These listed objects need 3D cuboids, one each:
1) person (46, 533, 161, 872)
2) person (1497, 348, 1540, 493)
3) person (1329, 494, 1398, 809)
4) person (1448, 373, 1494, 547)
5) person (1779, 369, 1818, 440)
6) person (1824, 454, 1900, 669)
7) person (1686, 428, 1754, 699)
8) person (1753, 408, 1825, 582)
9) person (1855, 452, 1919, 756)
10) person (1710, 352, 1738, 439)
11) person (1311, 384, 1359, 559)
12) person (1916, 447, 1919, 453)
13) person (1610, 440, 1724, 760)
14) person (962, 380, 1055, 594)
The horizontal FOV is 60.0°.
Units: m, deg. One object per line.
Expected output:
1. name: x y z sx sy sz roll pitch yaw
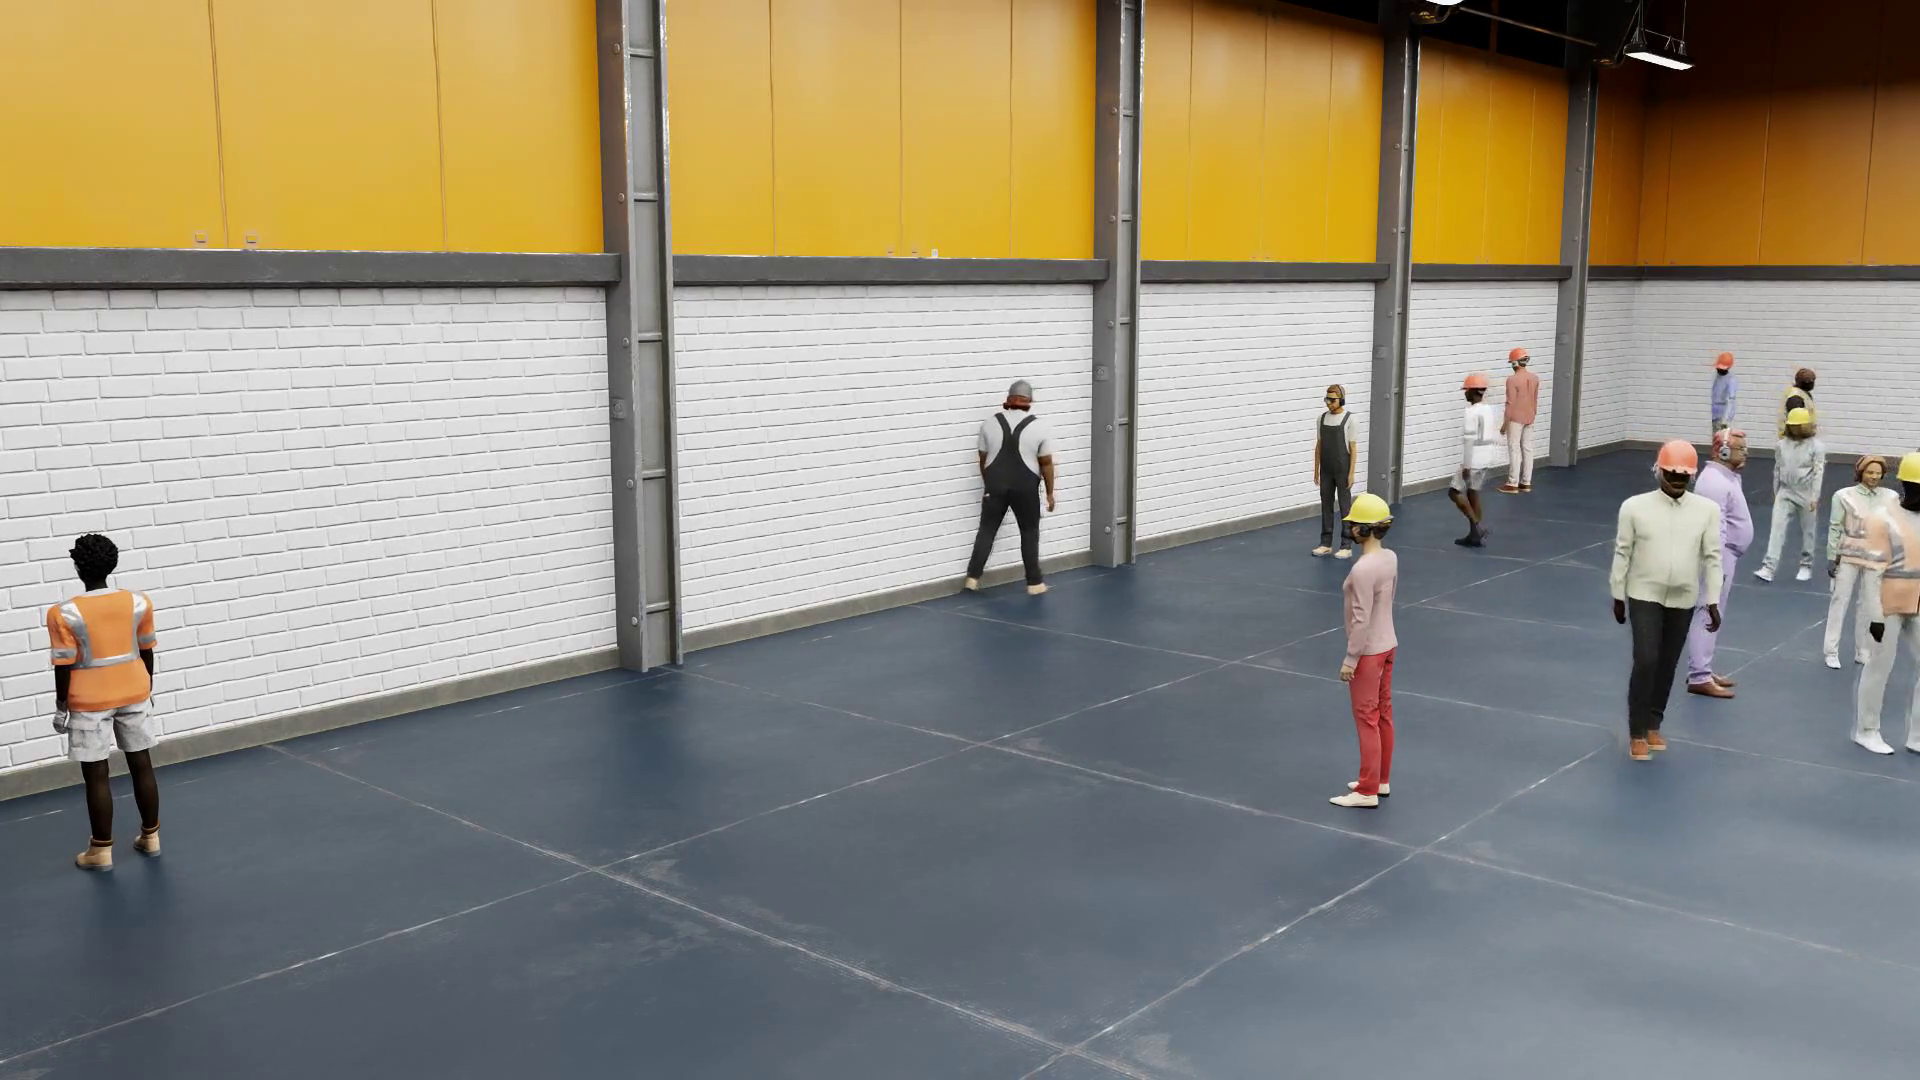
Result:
1. person: -4.287 0.809 8.356 0.319 1.697 0.532 7 11 36
2. person: 7.647 -1.635 22.794 0.610 1.986 0.393 -6 11 -31
3. person: 2.274 0.620 9.323 0.315 1.770 0.524 6 11 33
4. person: 5.590 -0.868 18.191 0.406 1.917 0.555 8 12 40
5. person: 10.737 -1.300 21.296 0.432 1.800 0.753 6 11 32
6. person: 6.811 0.167 12.574 0.522 1.636 0.309 0 9 1
7. person: 5.405 0.152 11.826 0.403 1.906 0.651 4 10 24
8. person: 8.052 -0.422 16.064 0.890 1.693 0.501 -7 12 -39
9. person: 5.836 0.419 10.162 0.609 1.900 0.732 -2 9 -14
10. person: 10.977 -1.783 24.097 0.392 1.897 0.735 0 9 1
11. person: 3.955 -0.724 17.548 0.505 1.842 0.333 9 13 44
12. person: 12.400 -1.333 21.153 0.517 1.907 0.601 2 9 15
13. person: 4.360 0.377 10.216 0.616 1.964 0.781 1 9 7
14. person: 0.455 -0.501 15.506 0.886 2.000 0.642 2 9 13
